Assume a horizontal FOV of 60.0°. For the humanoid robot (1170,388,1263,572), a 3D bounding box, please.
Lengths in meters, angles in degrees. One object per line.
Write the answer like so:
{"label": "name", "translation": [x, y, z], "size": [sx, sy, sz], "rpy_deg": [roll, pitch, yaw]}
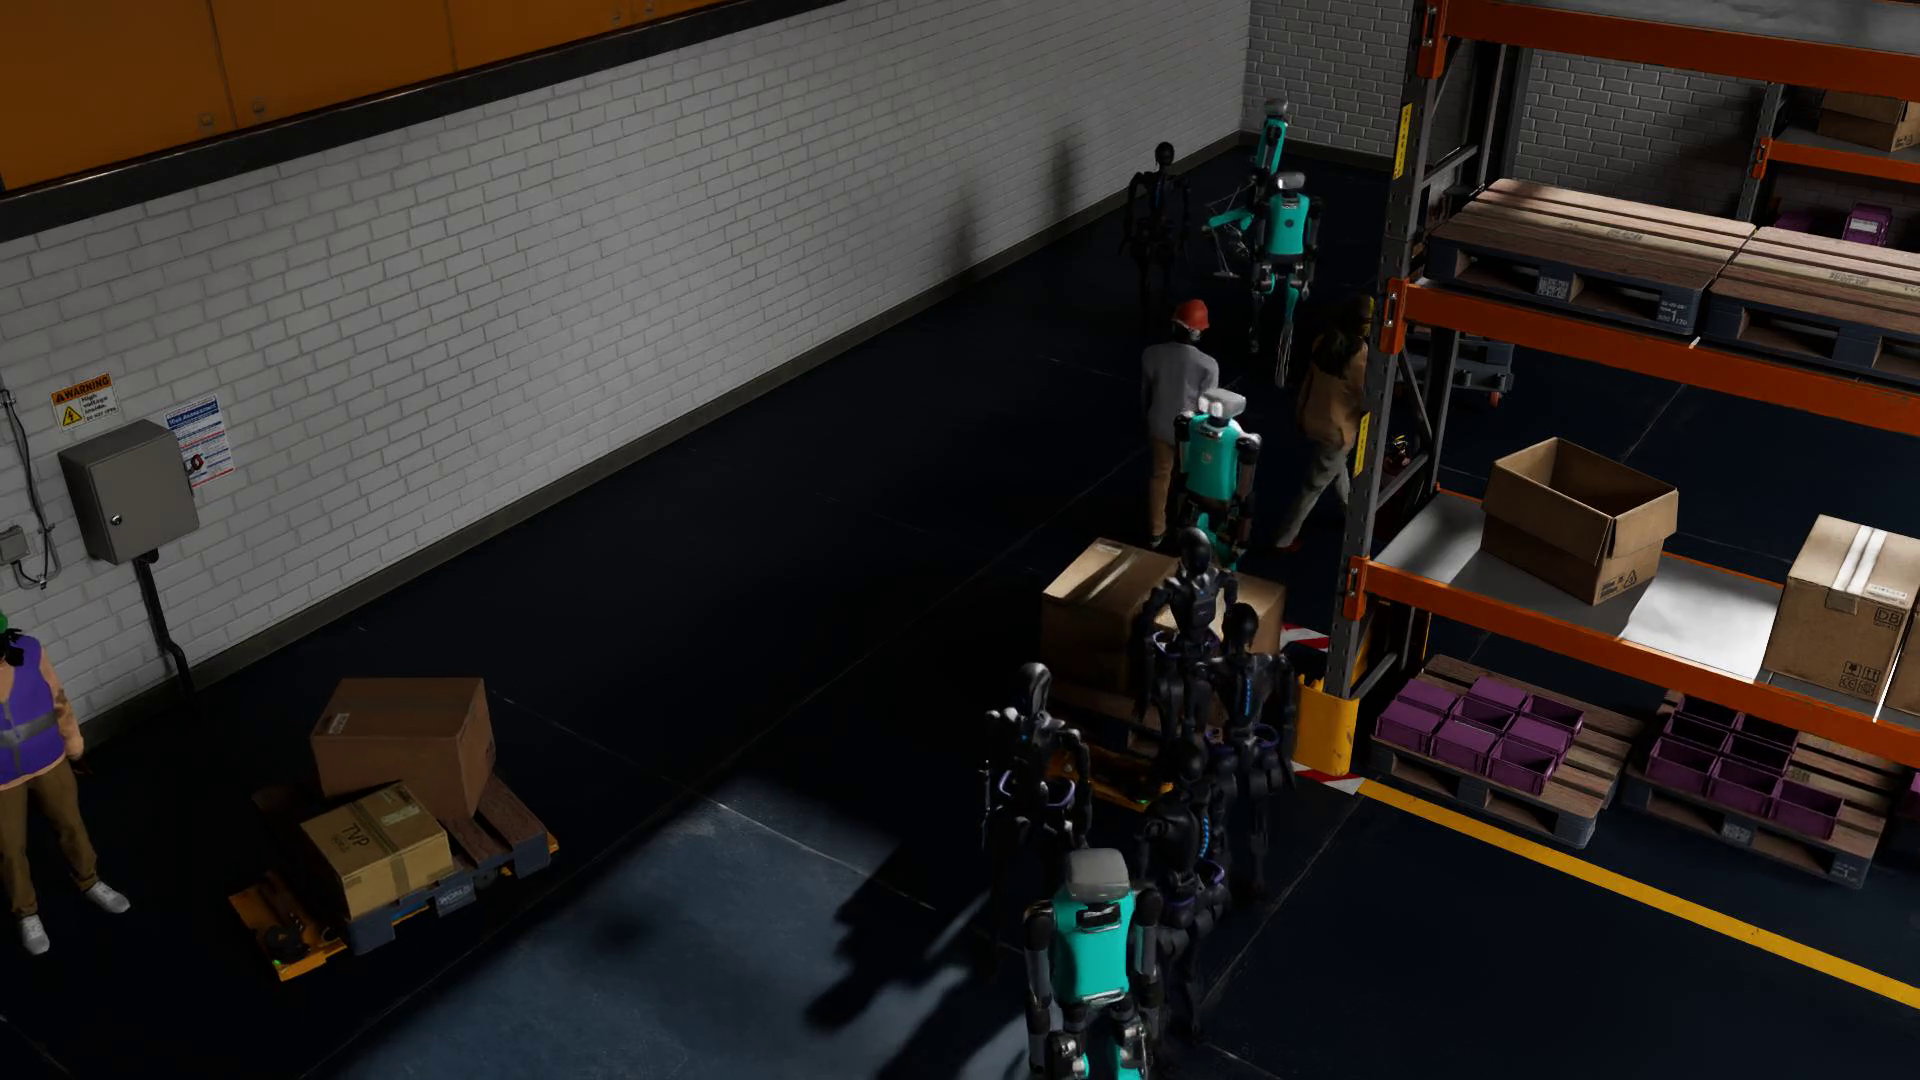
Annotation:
{"label": "humanoid robot", "translation": [1.572, -0.136, 9.799], "size": [0.543, 1.781, 0.707], "rpy_deg": [21, 36, 31]}

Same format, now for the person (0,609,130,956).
{"label": "person", "translation": [-4.298, 1.028, 7.610], "size": [0.448, 1.921, 0.553], "rpy_deg": [25, 38, 36]}

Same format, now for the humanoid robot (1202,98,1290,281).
{"label": "humanoid robot", "translation": [2.546, -3.093, 14.934], "size": [0.975, 1.731, 0.540], "rpy_deg": [6, 30, 10]}

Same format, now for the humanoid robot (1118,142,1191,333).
{"label": "humanoid robot", "translation": [1.633, -2.529, 14.024], "size": [0.609, 1.646, 0.404], "rpy_deg": [6, 31, 11]}

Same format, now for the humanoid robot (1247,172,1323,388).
{"label": "humanoid robot", "translation": [2.539, -2.208, 13.417], "size": [0.547, 1.772, 0.954], "rpy_deg": [1, 30, 1]}

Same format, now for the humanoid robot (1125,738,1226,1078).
{"label": "humanoid robot", "translation": [0.897, 1.532, 6.962], "size": [0.598, 1.658, 0.316], "rpy_deg": [-25, 38, -36]}

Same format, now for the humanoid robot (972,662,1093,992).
{"label": "humanoid robot", "translation": [0.338, 1.272, 7.452], "size": [0.600, 1.643, 0.611], "rpy_deg": [12, 32, 20]}

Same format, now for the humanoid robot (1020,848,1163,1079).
{"label": "humanoid robot", "translation": [0.561, 2.022, 6.071], "size": [0.538, 1.762, 0.857], "rpy_deg": [-8, 31, -13]}

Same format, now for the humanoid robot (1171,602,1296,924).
{"label": "humanoid robot", "translation": [1.308, 1.059, 7.798], "size": [0.591, 1.649, 0.426], "rpy_deg": [-4, 30, -7]}

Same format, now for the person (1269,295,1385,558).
{"label": "person", "translation": [2.486, -0.739, 10.765], "size": [0.988, 1.818, 0.576], "rpy_deg": [-14, 33, -23]}

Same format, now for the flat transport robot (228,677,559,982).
{"label": "flat transport robot", "translation": [-2.792, 1.619, 8.232], "size": [1.431, 0.231, 0.659], "rpy_deg": [-23, 37, -34]}

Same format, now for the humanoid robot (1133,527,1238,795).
{"label": "humanoid robot", "translation": [1.168, 0.663, 8.476], "size": [0.615, 1.655, 0.311], "rpy_deg": [-12, 32, -20]}

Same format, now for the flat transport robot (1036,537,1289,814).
{"label": "flat transport robot", "translation": [1.075, 0.994, 9.315], "size": [0.659, 0.231, 1.431], "rpy_deg": [16, 34, 26]}

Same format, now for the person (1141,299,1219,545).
{"label": "person", "translation": [1.466, -0.788, 10.938], "size": [0.603, 1.725, 0.536], "rpy_deg": [18, 35, 28]}
